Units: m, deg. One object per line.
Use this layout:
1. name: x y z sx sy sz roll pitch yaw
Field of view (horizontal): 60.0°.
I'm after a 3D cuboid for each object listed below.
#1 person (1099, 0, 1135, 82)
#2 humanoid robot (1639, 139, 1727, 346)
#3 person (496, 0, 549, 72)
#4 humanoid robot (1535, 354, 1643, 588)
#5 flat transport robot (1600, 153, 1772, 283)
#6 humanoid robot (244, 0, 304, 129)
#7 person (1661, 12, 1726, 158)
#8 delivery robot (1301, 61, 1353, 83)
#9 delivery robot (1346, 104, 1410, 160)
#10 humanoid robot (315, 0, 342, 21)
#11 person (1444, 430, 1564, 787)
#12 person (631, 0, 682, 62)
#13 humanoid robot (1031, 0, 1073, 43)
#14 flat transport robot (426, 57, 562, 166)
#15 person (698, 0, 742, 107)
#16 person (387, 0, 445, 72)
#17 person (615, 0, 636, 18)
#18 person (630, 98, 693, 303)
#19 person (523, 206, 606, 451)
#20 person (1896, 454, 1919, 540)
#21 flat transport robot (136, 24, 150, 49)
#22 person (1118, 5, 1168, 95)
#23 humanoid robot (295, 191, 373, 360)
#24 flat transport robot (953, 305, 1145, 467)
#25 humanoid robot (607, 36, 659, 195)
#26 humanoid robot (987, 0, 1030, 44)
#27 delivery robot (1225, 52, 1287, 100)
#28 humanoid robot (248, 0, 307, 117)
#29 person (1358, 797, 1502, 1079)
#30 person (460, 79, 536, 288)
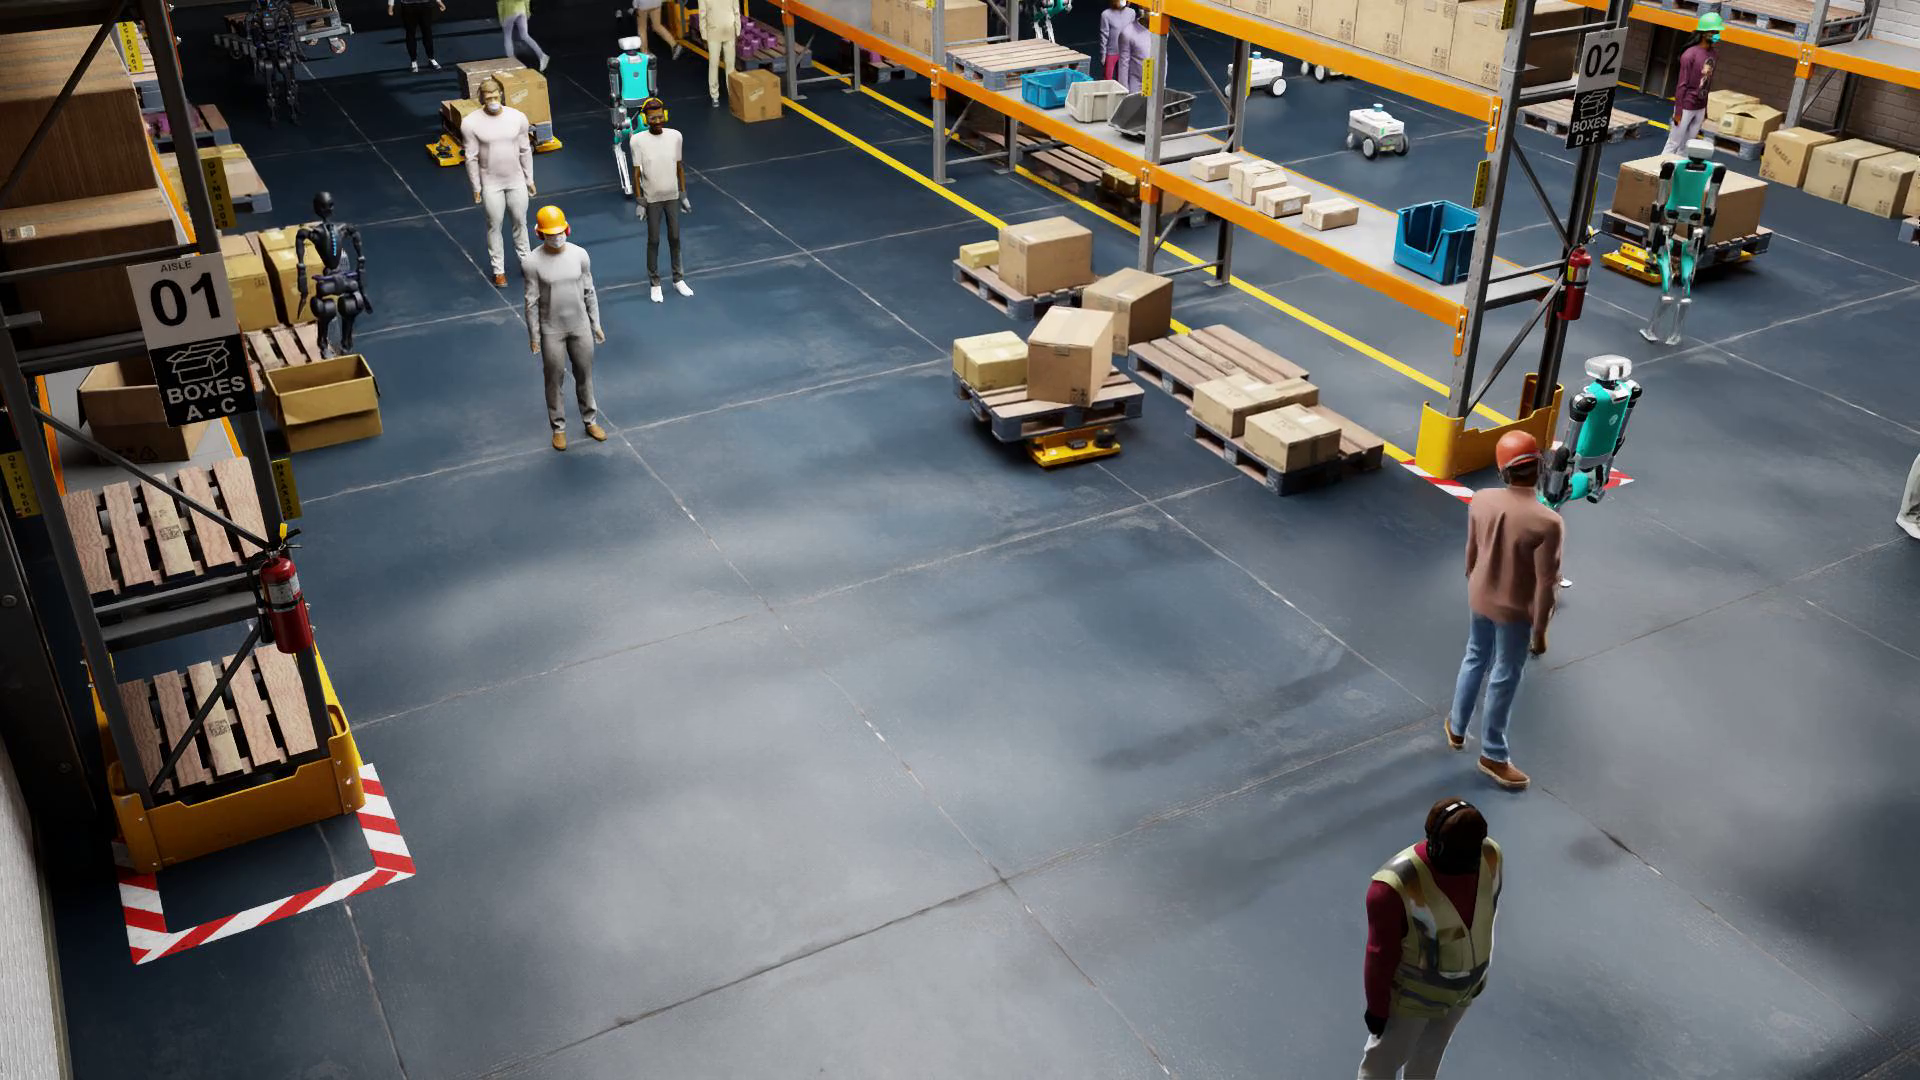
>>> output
1. person: 1.925 -5.954 20.401 0.503 1.632 0.282 -16 33 -25
2. humanoid robot: 6.182 -2.499 14.244 0.533 1.746 0.719 5 30 8
3. person: -5.974 -7.103 22.436 0.697 1.598 0.535 21 36 31
4. humanoid robot: 3.814 -0.468 10.616 0.533 1.677 0.735 -16 33 -25
5. flat transport robot: 7.058 -2.820 16.318 1.431 0.231 0.659 -16 33 -25
6. humanoid robot: -8.304 -5.844 20.156 0.599 1.657 0.315 -16 33 -25
7. person: 7.823 -4.662 17.835 0.494 1.954 0.417 -16 33 -25
8. delivery robot: 4.952 -6.479 22.421 0.520 0.614 0.786 -11 32 -19
9. delivery robot: 4.872 -4.769 19.444 0.520 0.614 0.786 -11 32 -19
10. humanoid robot: -9.553 -8.622 24.811 0.533 1.677 0.735 -16 33 -25
11. person: 3.023 0.390 9.064 0.388 1.950 0.780 -15 33 -24
12. person: -4.237 -7.409 22.852 0.691 1.718 0.593 23 37 35
13. humanoid robot: 1.234 -7.470 22.806 0.533 1.677 0.735 -16 33 -25
14. flat transport robot: -5.473 -4.659 19.520 1.431 0.231 0.659 -16 33 -25
15. person: -3.022 -6.404 21.066 0.568 1.750 0.328 -16 33 -25
16. person: -7.414 -7.293 22.608 0.762 1.759 0.417 -16 33 -25
17. person: -5.154 -8.908 25.364 0.514 1.832 0.469 -13 32 -21
18. person: -2.726 -3.115 15.226 0.521 1.871 0.325 -16 33 -25
19. person: -2.994 -1.609 12.584 0.575 1.892 0.356 -16 33 -25
20. person: 6.855 -0.923 11.353 0.590 1.926 0.363 -16 33 -25
21. flat transport robot: -12.112 -7.218 23.975 1.431 0.231 0.659 -16 33 -25
22. person: 2.063 -5.107 18.652 0.646 1.913 0.412 -16 33 -25
23. humanoid robot: -5.047 -1.976 13.447 0.629 1.623 0.514 -21 36 -33
24. flat transport robot: 0.656 -0.999 13.148 0.659 0.231 1.431 -11 32 -19
25. humanoid robot: -3.527 -4.563 17.744 0.533 1.677 0.735 -16 33 -25
26. humanoid robot: 0.656 -7.354 22.807 0.612 1.644 0.476 -5 30 -9
27. delivery robot: 3.834 -6.046 21.620 0.739 0.566 0.499 -16 33 -25
28. humanoid robot: -8.455 -6.118 20.633 0.599 1.657 0.315 -16 33 -25
29. person: 1.888 1.795 6.707 0.628 1.843 0.429 -16 33 -25
30. person: -4.271 -3.331 15.534 0.632 1.939 0.369 -16 33 -25
